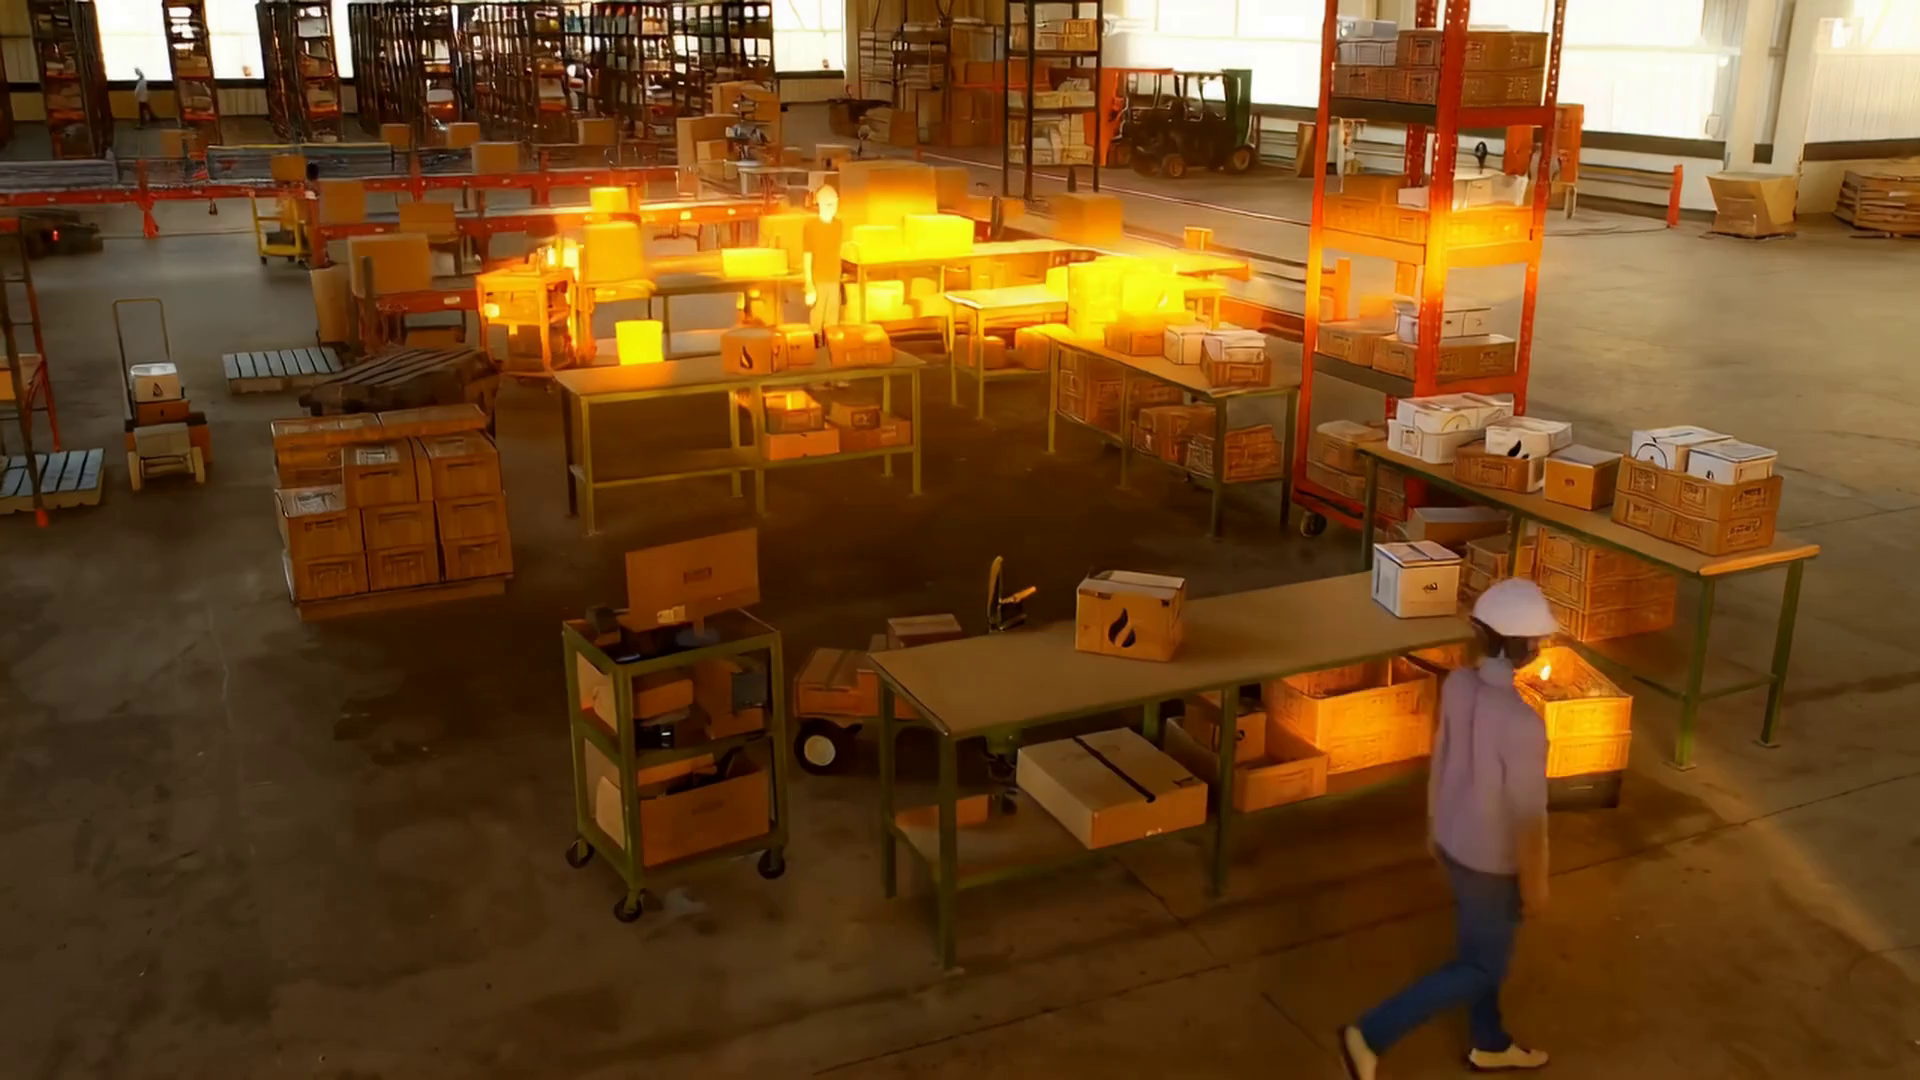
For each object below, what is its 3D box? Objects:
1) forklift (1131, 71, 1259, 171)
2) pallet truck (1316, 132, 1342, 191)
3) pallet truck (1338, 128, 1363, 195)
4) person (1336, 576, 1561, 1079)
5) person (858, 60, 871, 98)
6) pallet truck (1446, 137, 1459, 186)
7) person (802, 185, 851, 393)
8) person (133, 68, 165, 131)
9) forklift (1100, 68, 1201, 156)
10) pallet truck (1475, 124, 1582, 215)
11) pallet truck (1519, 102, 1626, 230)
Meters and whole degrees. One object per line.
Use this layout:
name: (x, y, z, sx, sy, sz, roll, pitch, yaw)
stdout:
forklift: (4.998, -8.936, 35.413, 2.680, 1.987, 1.157, -9, 20, -25)
pallet truck: (7.723, -7.504, 32.656, 1.601, 1.201, 0.680, -8, 19, -23)
pallet truck: (7.845, -7.140, 31.411, 1.522, 1.261, 0.704, -9, 20, -25)
person: (1.571, 0.951, 5.181, 0.726, 1.744, 0.527, -2, 18, -7)
person: (-2.888, -13.585, 50.592, 0.400, 1.986, 0.608, -6, 19, -18)
pallet truck: (9.184, -6.485, 29.328, 1.630, 1.274, 0.653, -8, 19, -23)
person: (-1.222, -2.305, 15.234, 0.329, 1.874, 0.518, 13, 22, 36)
person: (-23.930, -12.946, 48.867, 0.812, 1.808, 0.599, -13, 22, -35)
forklift: (4.082, -9.564, 37.410, 2.680, 1.987, 1.157, -8, 19, -23)
pallet truck: (9.707, -6.455, 28.103, 1.885, 1.965, 0.823, -7, 19, -20)
pallet truck: (9.972, -6.037, 26.785, 1.885, 1.965, 0.823, -9, 20, -25)
